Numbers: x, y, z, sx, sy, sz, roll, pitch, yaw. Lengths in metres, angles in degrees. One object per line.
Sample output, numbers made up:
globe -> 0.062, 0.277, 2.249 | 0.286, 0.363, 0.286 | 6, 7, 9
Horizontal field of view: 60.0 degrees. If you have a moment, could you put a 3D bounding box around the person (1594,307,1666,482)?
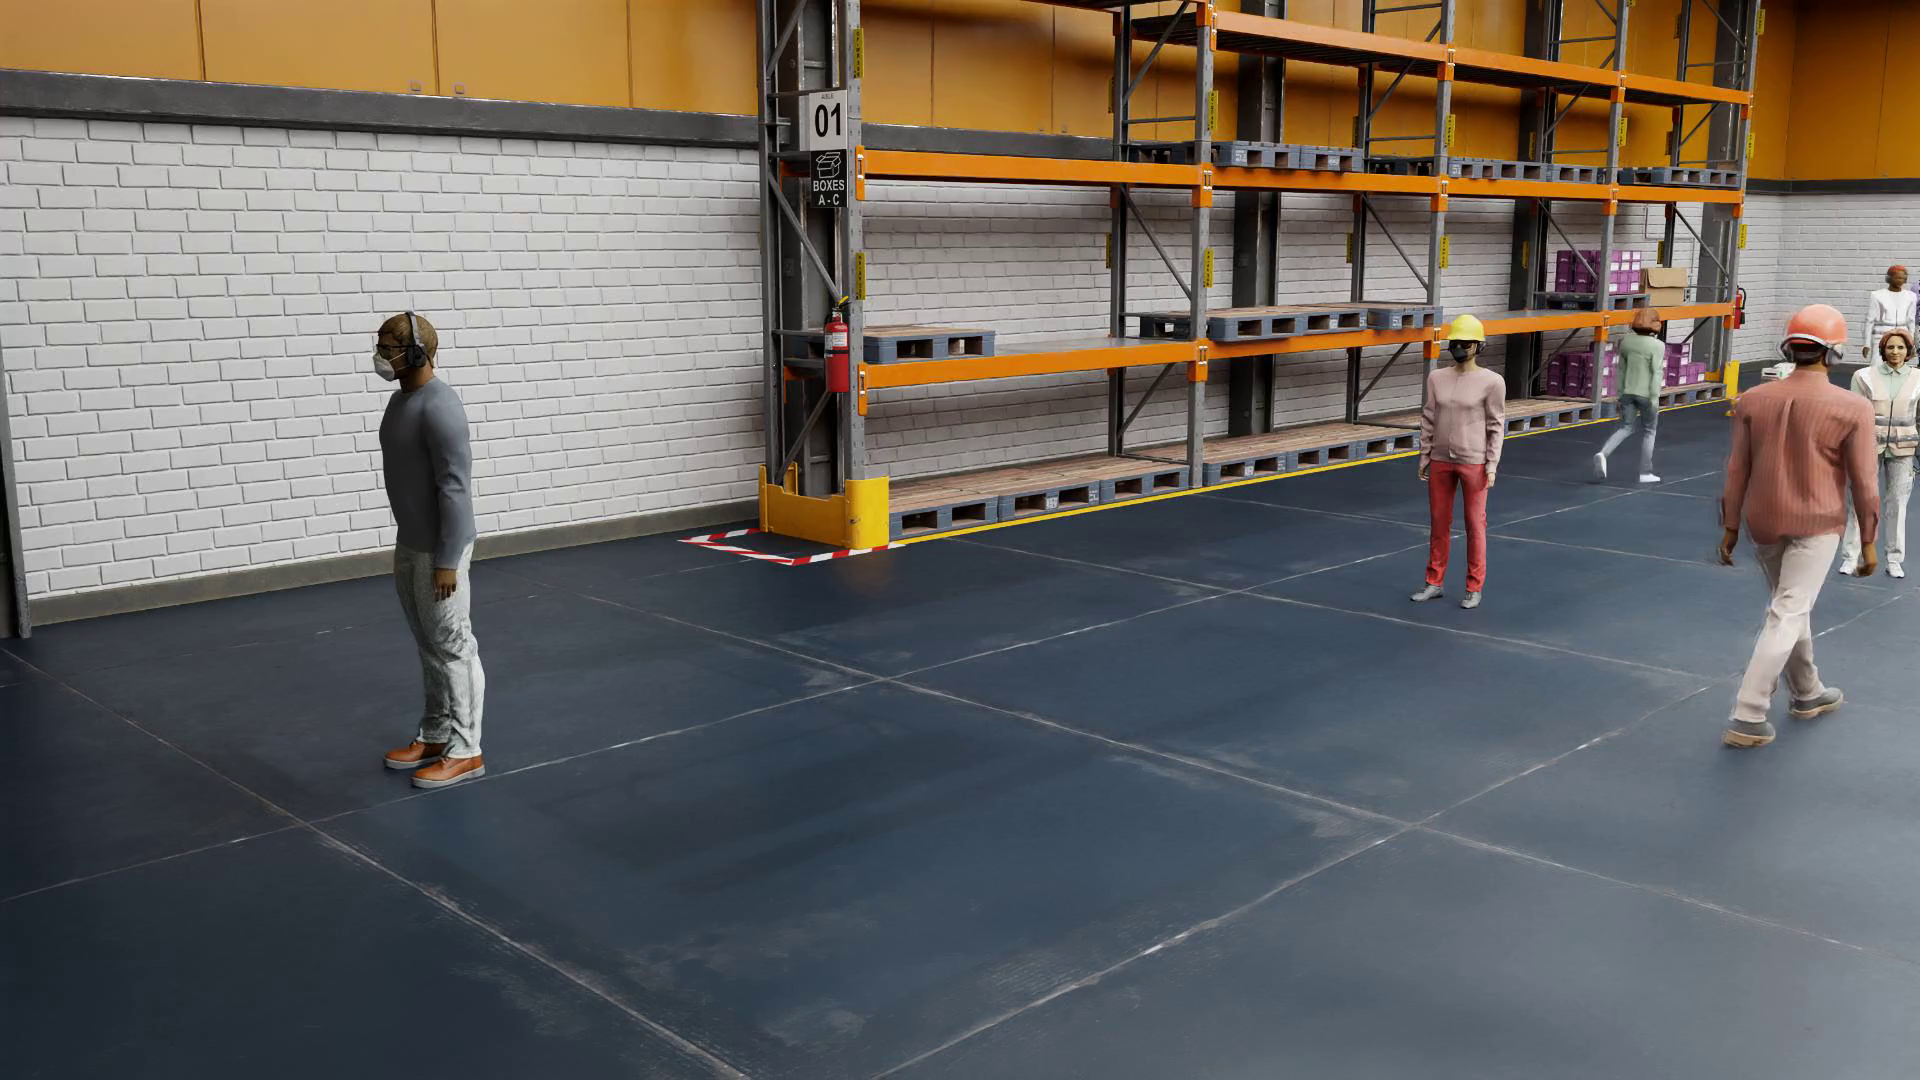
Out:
person -> 6.088, -1.300, 15.024 | 0.666, 1.612, 0.500 | -5, 12, -28

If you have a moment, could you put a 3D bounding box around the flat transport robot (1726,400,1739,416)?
flat transport robot -> 10.078, -1.656, 20.601 | 0.652, 0.197, 1.431 | 10, 14, 42

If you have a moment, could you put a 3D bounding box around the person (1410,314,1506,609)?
person -> 3.016, -0.472, 10.060 | 0.526, 1.772, 0.307 | 9, 14, 41

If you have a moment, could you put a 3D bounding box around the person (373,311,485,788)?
person -> -2.174, 0.039, 6.811 | 0.376, 1.940, 0.629 | -7, 13, -34

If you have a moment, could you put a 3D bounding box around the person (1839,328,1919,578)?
person -> 6.094, -0.572, 10.957 | 0.514, 1.641, 0.307 | 5, 11, 24

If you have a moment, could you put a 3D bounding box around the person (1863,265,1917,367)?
person -> 11.342, -2.411, 20.316 | 0.587, 1.882, 0.346 | 1, 10, 4

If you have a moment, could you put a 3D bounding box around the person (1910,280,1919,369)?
person -> 13.823, -3.063, 23.850 | 0.666, 1.903, 0.756 | -2, 11, -13

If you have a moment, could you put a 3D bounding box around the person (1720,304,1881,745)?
person -> 3.763, -0.073, 7.428 | 1.011, 1.942, 0.640 | -7, 12, -33

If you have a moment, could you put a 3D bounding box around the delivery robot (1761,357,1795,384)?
delivery robot -> 11.411, -2.279, 22.971 | 0.707, 0.478, 0.477 | -6, 12, -29
